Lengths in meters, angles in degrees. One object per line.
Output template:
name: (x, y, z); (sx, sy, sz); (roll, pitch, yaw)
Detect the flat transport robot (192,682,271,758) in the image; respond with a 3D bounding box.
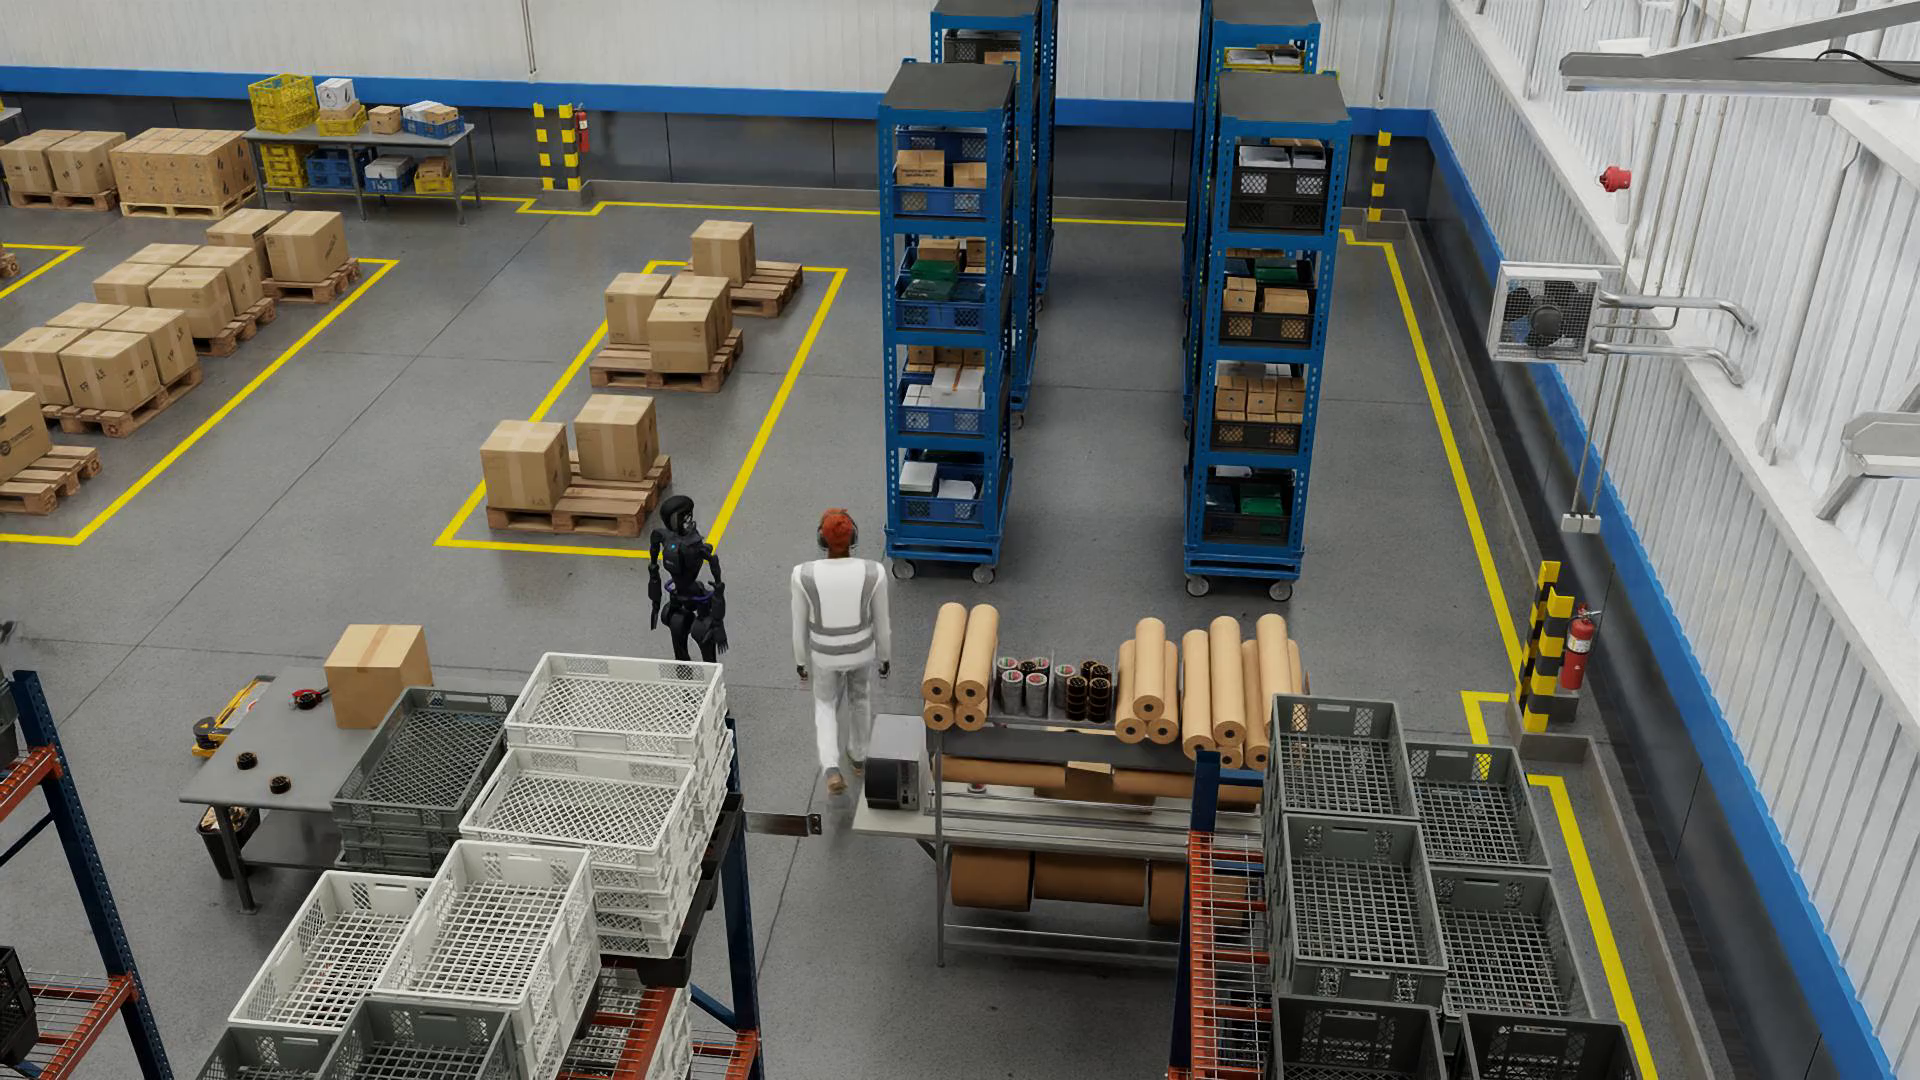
flat transport robot: (-4.089, 1.163, 10.648); (1.431, 0.197, 0.652); (3, 30, 6)

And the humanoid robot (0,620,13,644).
humanoid robot: (-6.859, 0.013, 11.255); (0.511, 1.627, 0.643); (-2, 30, -3)

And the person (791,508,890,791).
person: (-0.694, 0.695, 9.899); (0.580, 1.866, 0.595); (-5, 31, -8)

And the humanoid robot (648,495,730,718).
humanoid robot: (-1.705, 0.455, 10.480); (0.610, 1.656, 0.315); (15, 34, 25)
